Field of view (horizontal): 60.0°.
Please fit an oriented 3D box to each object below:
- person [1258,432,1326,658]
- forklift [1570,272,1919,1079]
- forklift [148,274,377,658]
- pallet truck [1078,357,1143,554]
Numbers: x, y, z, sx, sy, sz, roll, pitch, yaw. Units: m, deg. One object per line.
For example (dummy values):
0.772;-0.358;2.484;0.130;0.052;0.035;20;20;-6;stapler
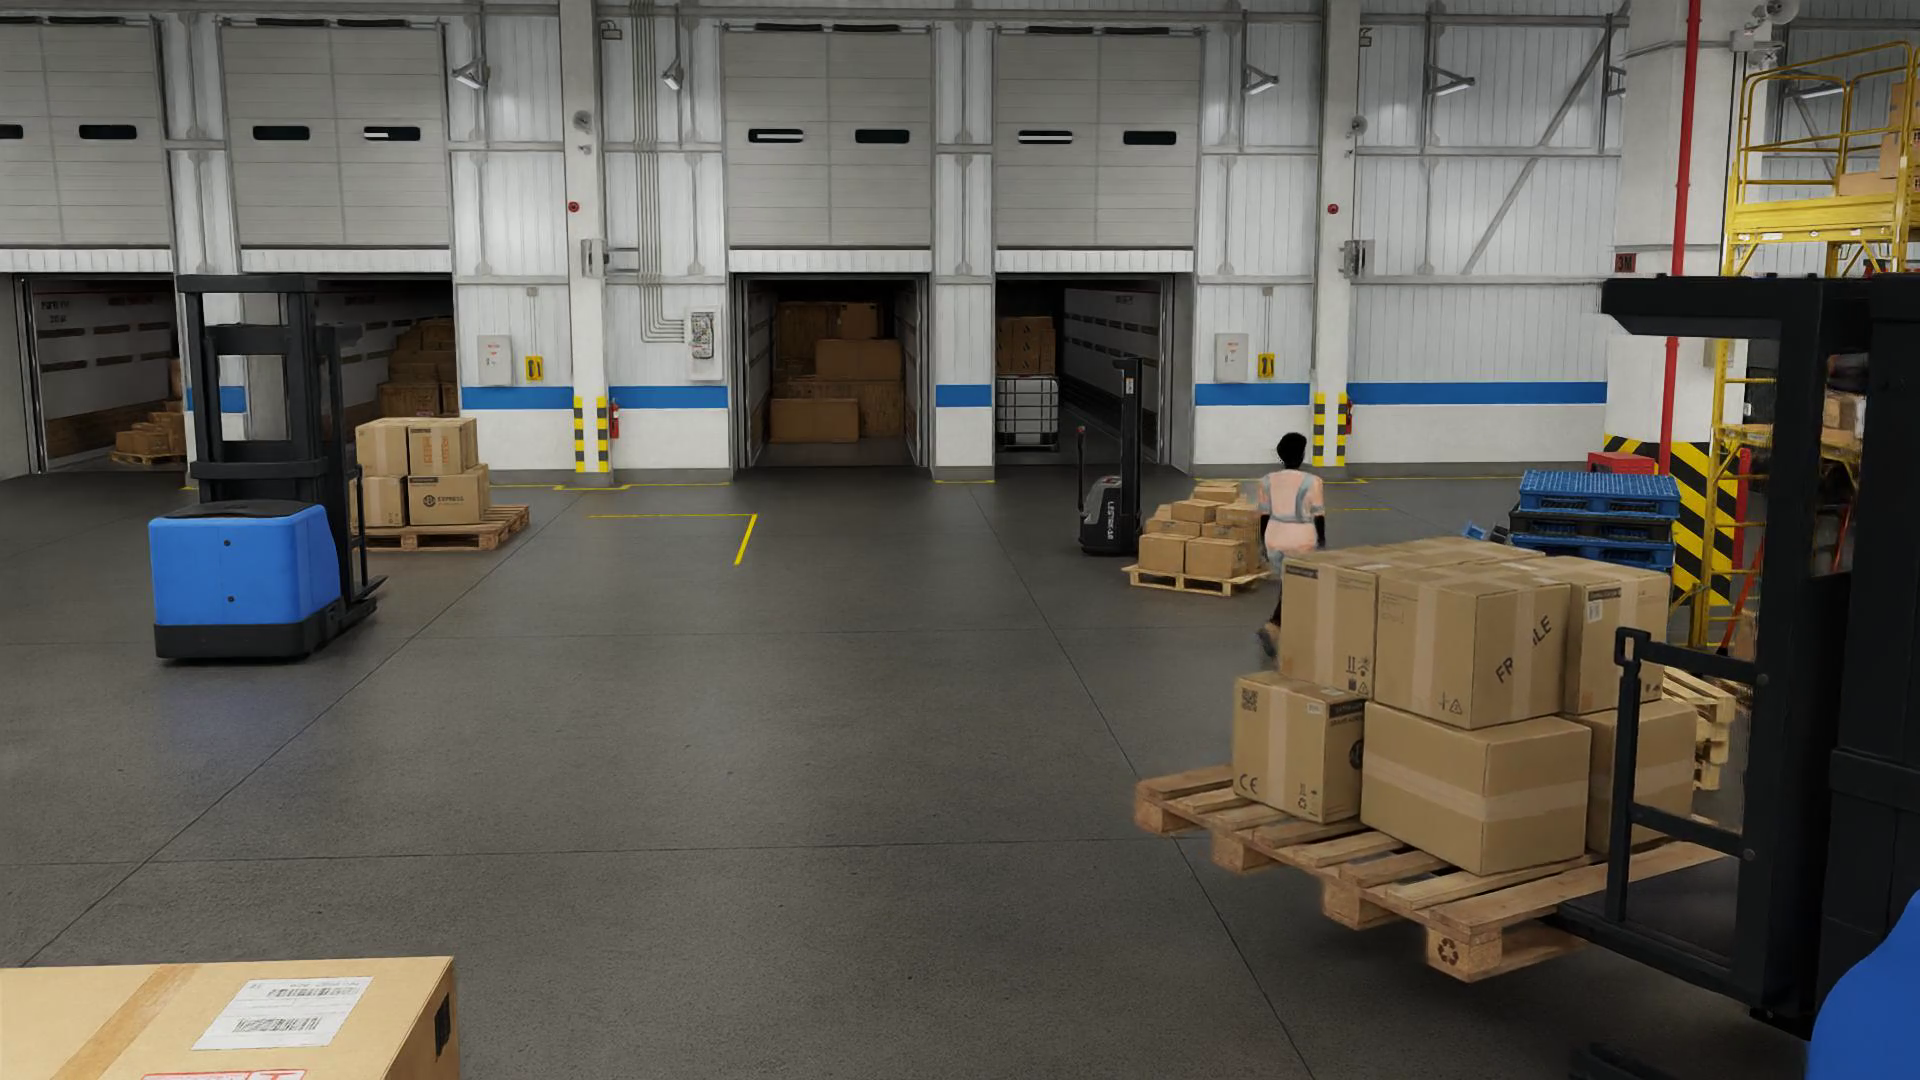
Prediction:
2.406;0.034;12.300;0.718;1.674;0.537;-9;13;-44;person
3.063;0.594;5.015;1.129;2.768;1.873;-5;10;-30;forklift
-5.344;-0.626;12.679;1.129;2.768;1.873;-1;9;-4;forklift
2.088;-0.836;16.757;1.885;1.965;0.823;2;9;13;pallet truck
